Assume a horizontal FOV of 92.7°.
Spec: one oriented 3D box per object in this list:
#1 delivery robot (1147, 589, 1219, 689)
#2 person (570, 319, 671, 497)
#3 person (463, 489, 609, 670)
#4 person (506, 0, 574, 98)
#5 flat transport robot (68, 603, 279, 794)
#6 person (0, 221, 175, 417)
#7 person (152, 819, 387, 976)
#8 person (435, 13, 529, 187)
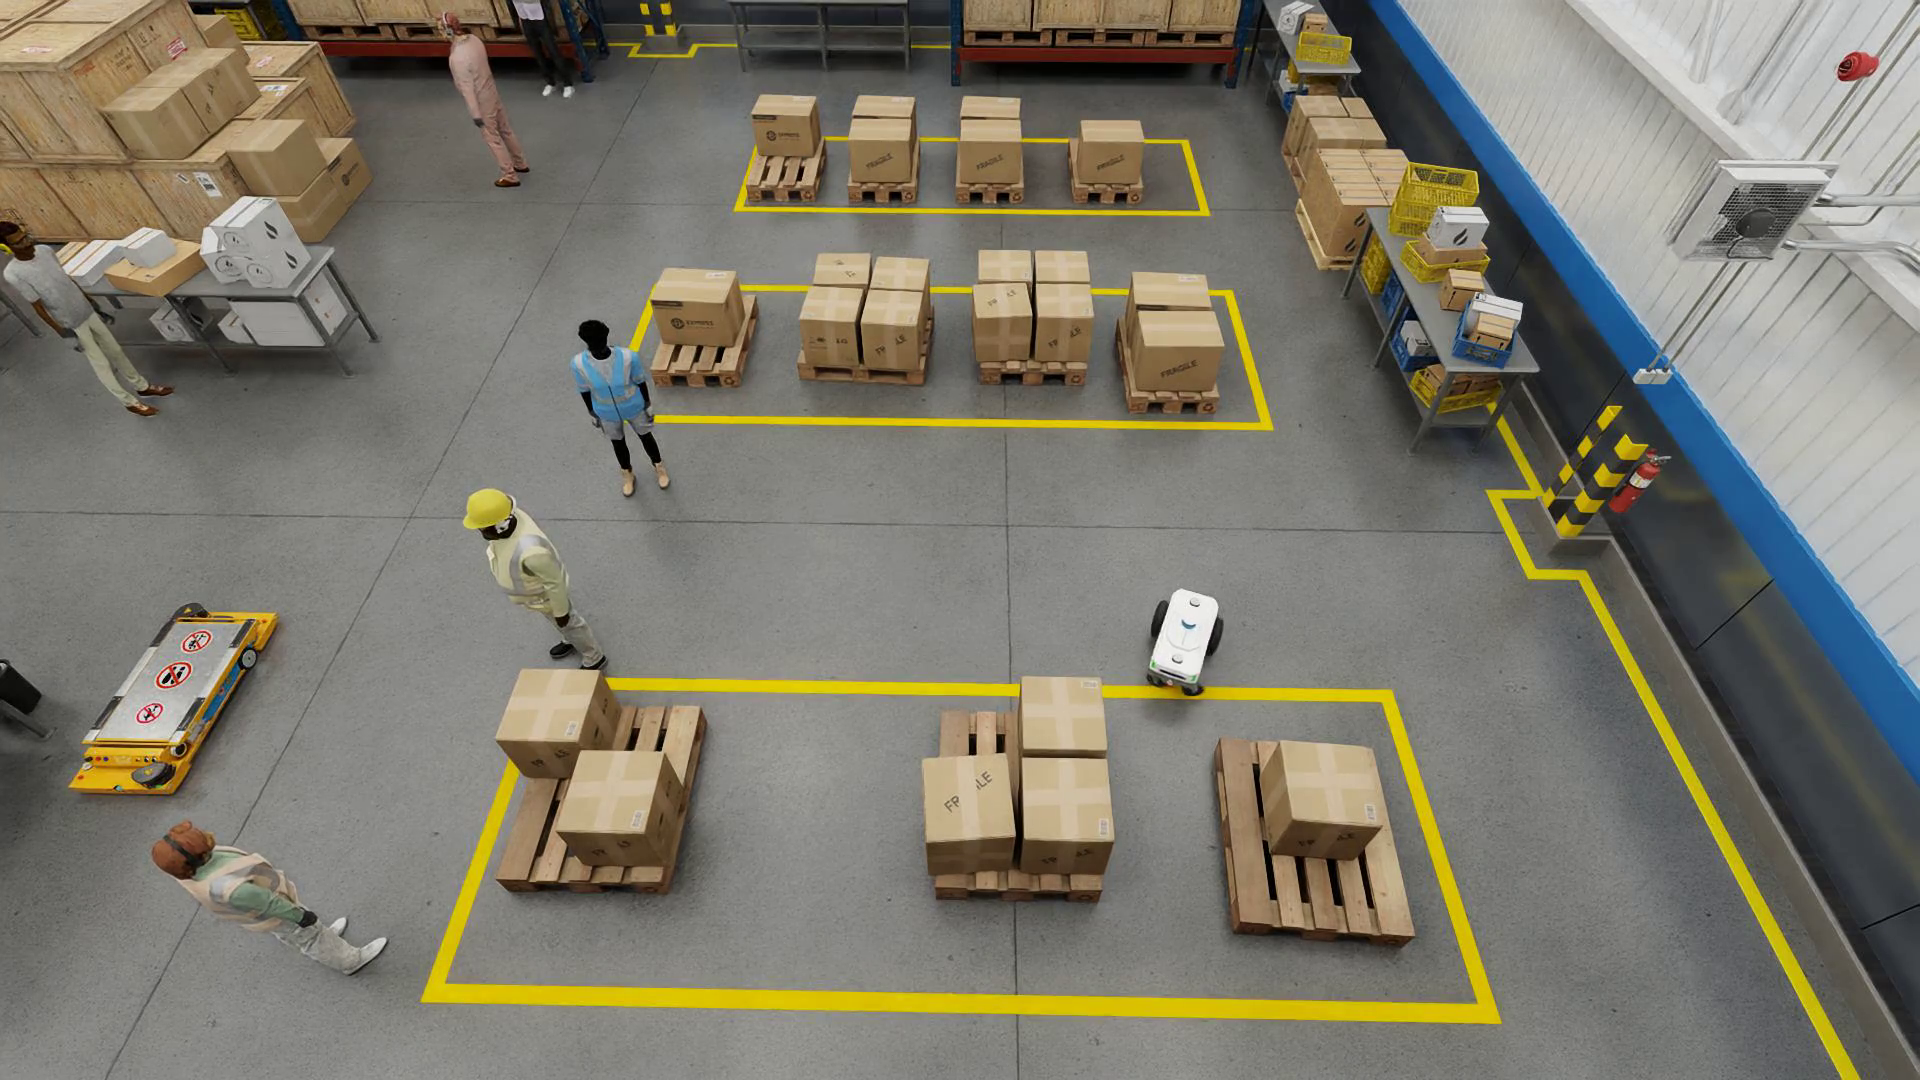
[{"bbox_3d":[1.591,0.699,6.513,0.477,0.478,0.707,18,52,15],"label":"delivery robot"},{"bbox_3d":[-2.702,-1.043,7.303,0.533,1.697,0.318,-12,51,-10],"label":"person"},{"bbox_3d":[-2.792,0.313,6.068,0.403,1.830,0.599,-35,58,-26],"label":"person"},{"bbox_3d":[-5.629,-6.876,12.108,0.598,1.906,0.396,5,50,5],"label":"person"},{"bbox_3d":[-5.504,1.072,6.442,0.652,0.197,1.431,1,50,1],"label":"flat transport robot"},{"bbox_3d":[-7.593,-1.906,7.921,0.330,1.872,0.512,-1,50,-1],"label":"person"},{"bbox_3d":[-3.652,1.915,4.837,0.524,1.639,0.306,18,52,14],"label":"person"},{"bbox_3d":[-5.522,-5.051,10.568,0.401,1.900,0.651,2,50,2],"label":"person"}]
